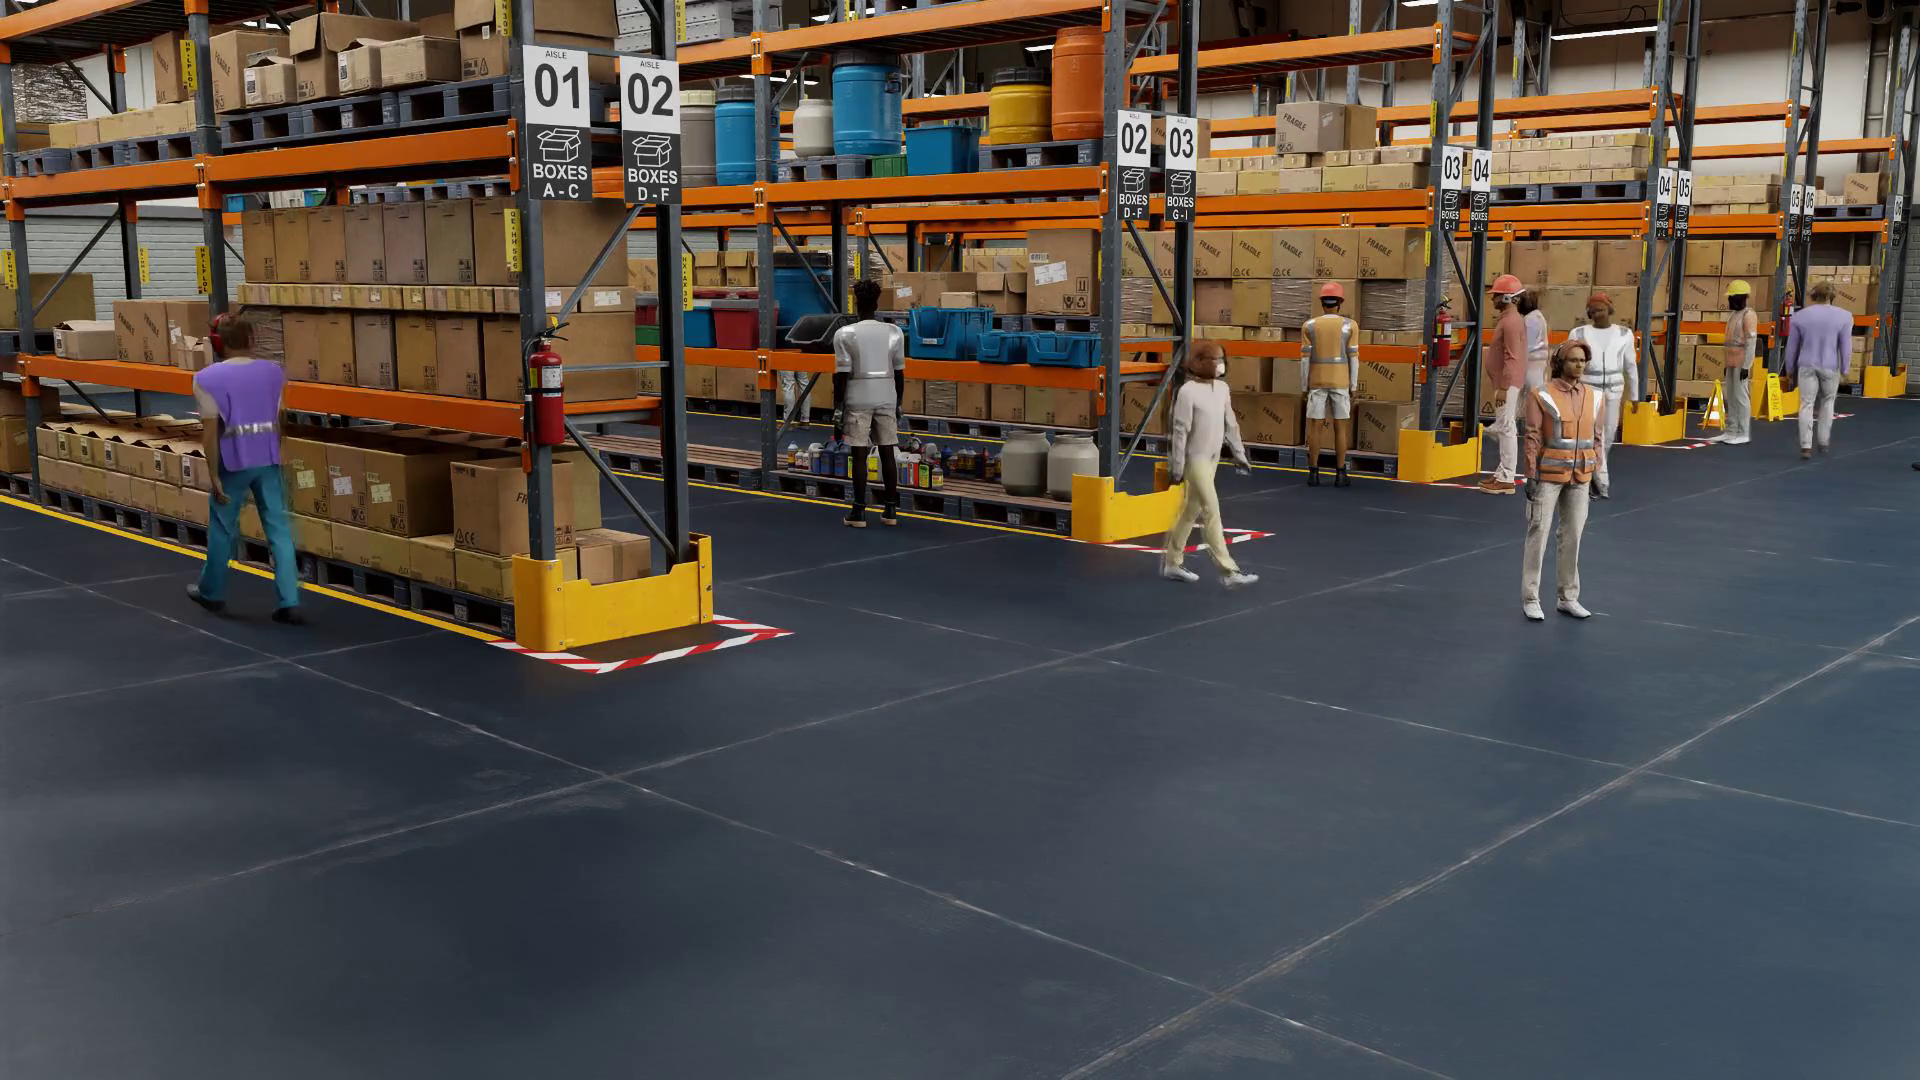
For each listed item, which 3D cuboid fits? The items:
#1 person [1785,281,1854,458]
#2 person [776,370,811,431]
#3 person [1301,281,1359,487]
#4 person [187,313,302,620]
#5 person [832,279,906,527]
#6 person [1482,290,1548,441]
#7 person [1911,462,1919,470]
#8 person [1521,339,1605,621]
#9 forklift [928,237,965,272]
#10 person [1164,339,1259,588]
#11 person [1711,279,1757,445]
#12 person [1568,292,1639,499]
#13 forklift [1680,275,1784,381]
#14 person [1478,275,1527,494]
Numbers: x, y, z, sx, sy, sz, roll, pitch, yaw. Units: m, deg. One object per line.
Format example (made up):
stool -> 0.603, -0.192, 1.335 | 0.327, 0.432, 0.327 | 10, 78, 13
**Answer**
person -> 9.426, -1.877, 18.280 | 0.651, 1.907, 0.898 | 5, 11, 29
person -> -2.140, -2.358, 21.173 | 0.627, 1.934, 0.371 | -8, 12, -39
person -> 3.506, -1.478, 15.781 | 0.542, 1.931, 0.366 | 3, 10, 19
person -> -4.233, -0.432, 9.794 | 0.984, 1.793, 0.574 | 8, 12, 39
person -> -0.727, -1.091, 13.297 | 0.602, 1.967, 0.366 | -4, 10, -22
person -> 6.591, -2.022, 19.519 | 0.951, 1.791, 0.631 | 3, 10, 20
person -> 10.019, -1.676, 17.006 | 0.543, 1.927, 0.383 | -7, 11, -36
person -> 3.534, -0.355, 9.773 | 0.512, 1.645, 0.307 | -2, 10, -13
forklift -> -0.326, -5.817, 39.609 | 1.129, 2.768, 1.873 | 9, 13, 43
person -> 1.639, -0.487, 10.729 | 0.828, 1.593, 0.510 | 7, 12, 38
person -> 9.121, -2.090, 19.553 | 0.387, 1.922, 0.593 | 1, 9, 4
person -> 5.872, -1.352, 15.276 | 0.614, 1.852, 0.921 | 2, 9, 10
forklift -> 12.480, -3.427, 27.053 | 1.214, 2.155, 2.313 | 9, 13, 43
person -> 4.999, -1.431, 15.292 | 0.379, 1.996, 0.611 | 3, 10, 17
